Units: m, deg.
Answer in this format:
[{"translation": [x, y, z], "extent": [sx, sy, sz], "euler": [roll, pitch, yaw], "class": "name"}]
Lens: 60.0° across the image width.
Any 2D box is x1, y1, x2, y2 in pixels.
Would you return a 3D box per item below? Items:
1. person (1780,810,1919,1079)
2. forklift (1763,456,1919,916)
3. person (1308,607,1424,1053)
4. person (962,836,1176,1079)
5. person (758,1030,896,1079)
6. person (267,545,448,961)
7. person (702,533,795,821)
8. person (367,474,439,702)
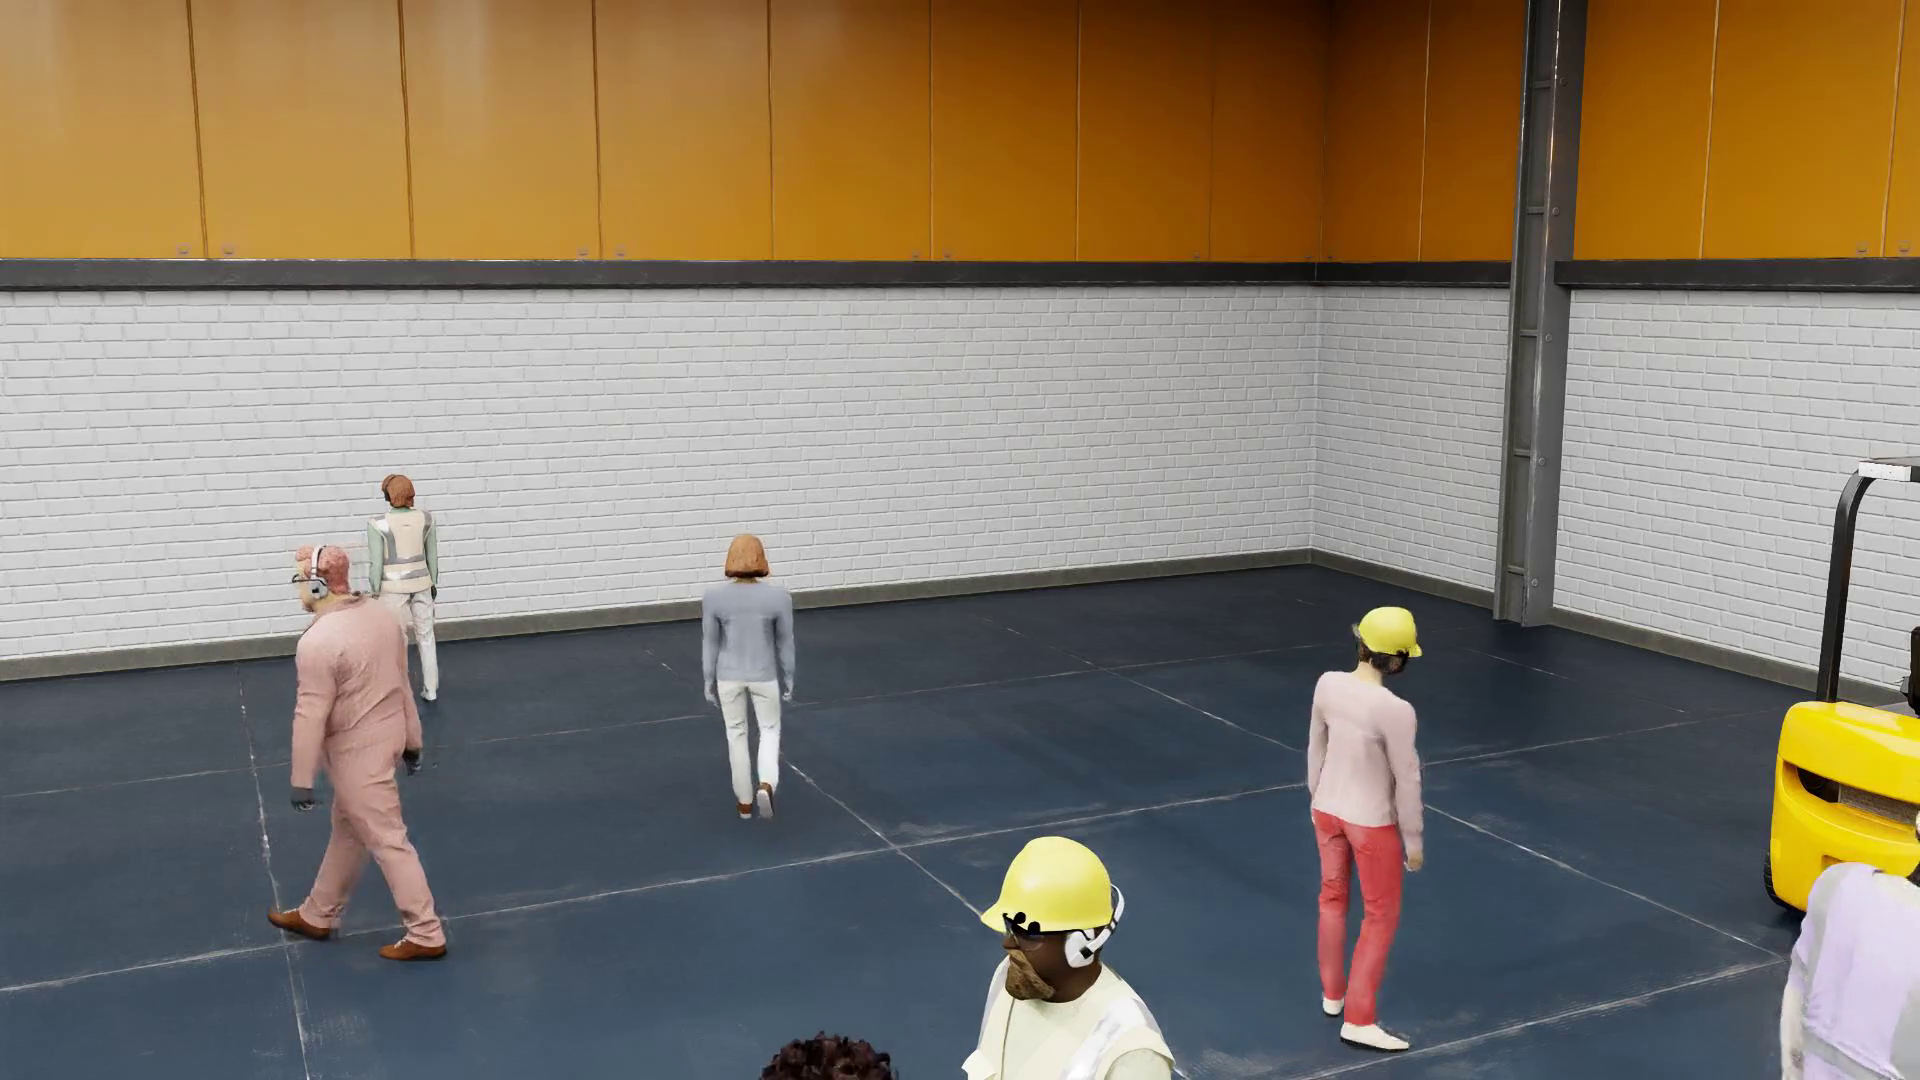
[{"translation": [2.230, 1.456, 4.033], "extent": [0.384, 1.880, 0.664], "euler": [-3, 10, -17], "class": "person"}, {"translation": [4.857, 0.731, 7.561], "extent": [2.313, 2.155, 1.214], "euler": [-4, 10, -25], "class": "forklift"}, {"translation": [1.577, 1.120, 6.571], "extent": [0.447, 1.731, 0.630], "euler": [-6, 11, -33], "class": "person"}, {"translation": [0.201, 1.537, 3.676], "extent": [0.404, 1.833, 0.587], "euler": [-6, 11, -31], "class": "person"}, {"translation": [-0.126, 1.690, 2.469], "extent": [0.616, 1.923, 0.998], "euler": [-1, 9, -8], "class": "person"}, {"translation": [-2.717, 0.940, 7.301], "extent": [0.972, 1.853, 0.655], "euler": [1, 9, 7], "class": "person"}, {"translation": [-1.161, 0.768, 9.109], "extent": [0.509, 1.615, 0.535], "euler": [-1, 9, -6], "class": "person"}, {"translation": [-3.871, 0.356, 11.603], "extent": [0.307, 1.641, 0.513], "euler": [9, 13, 44], "class": "person"}]
